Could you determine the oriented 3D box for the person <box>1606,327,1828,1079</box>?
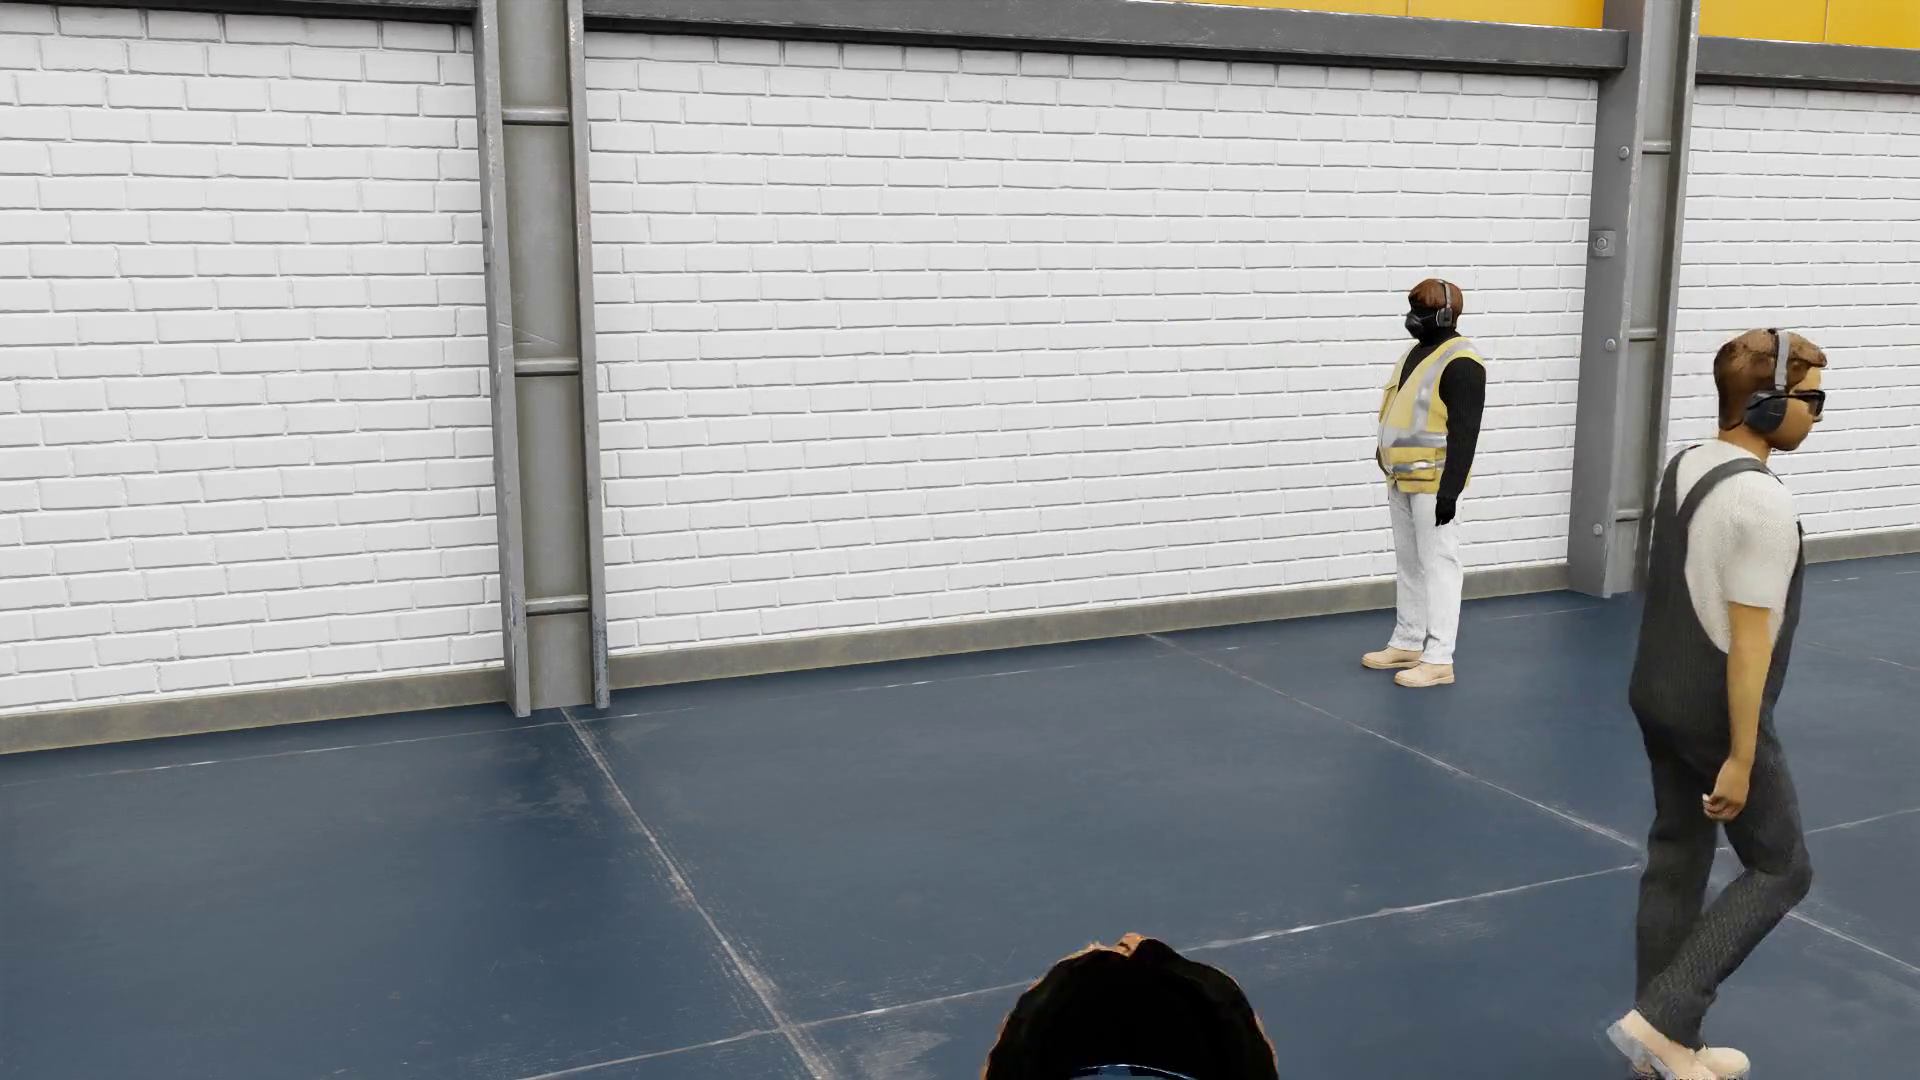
[{"bbox_3d":[1.785,0.423,3.875,0.415,1.827,0.500,-1,10,-8],"label":"person"}]

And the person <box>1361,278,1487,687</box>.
[{"bbox_3d":[2.115,-0.262,7.592,0.429,1.846,0.626,-2,10,-11],"label":"person"}]

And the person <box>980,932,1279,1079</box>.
[{"bbox_3d":[0.113,1.052,0.994,0.525,1.611,0.606,0,10,-1],"label":"person"}]
